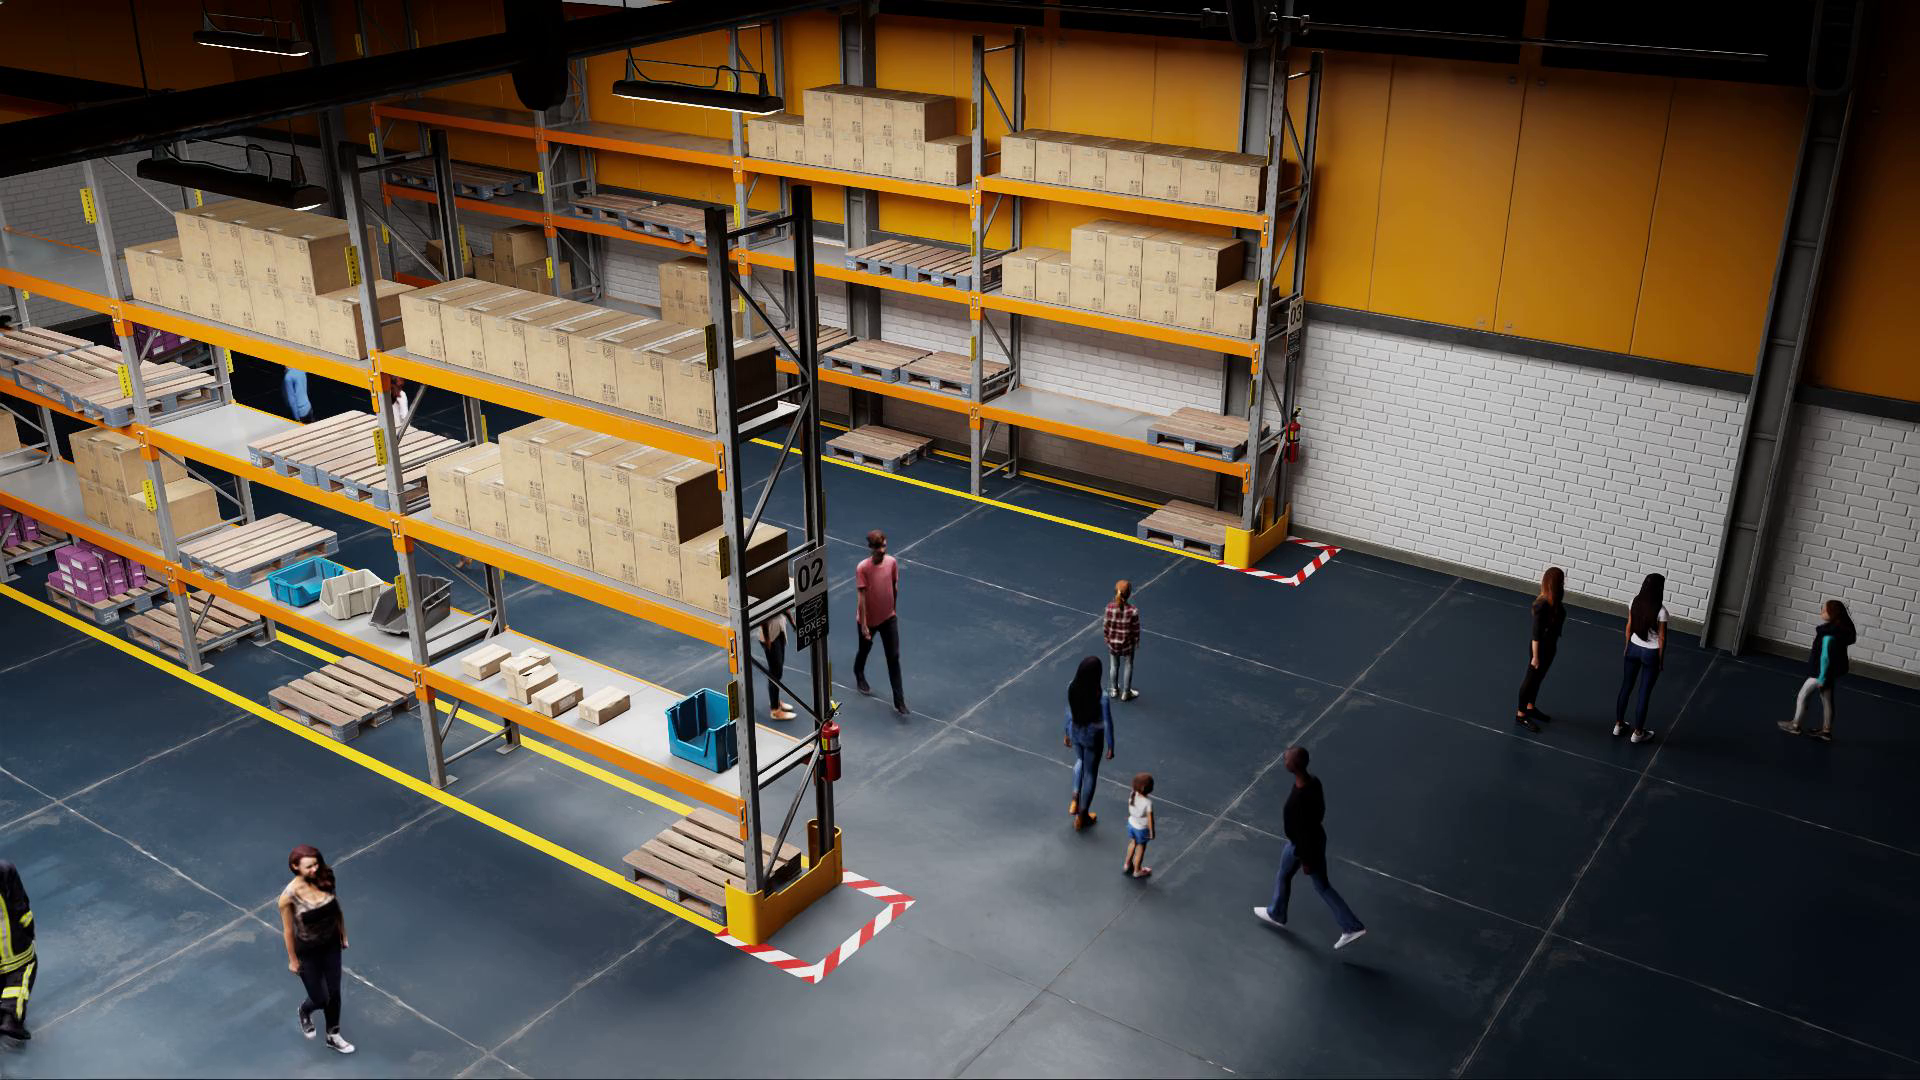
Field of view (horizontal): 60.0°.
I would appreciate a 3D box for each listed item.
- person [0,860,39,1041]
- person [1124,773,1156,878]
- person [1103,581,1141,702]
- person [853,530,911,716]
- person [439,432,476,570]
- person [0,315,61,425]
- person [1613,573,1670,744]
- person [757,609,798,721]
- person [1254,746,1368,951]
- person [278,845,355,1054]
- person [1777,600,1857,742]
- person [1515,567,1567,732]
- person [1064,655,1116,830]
[{"bbox_3d":[-7.109,2.906,12.193,1.041,1.811,1.119,-6,24,-14],"label":"person"},{"bbox_3d":[1.523,2.433,14.264,0.550,1.018,0.448,-14,27,-29],"label":"person"},{"bbox_3d":[1.655,1.033,17.111,0.520,1.304,0.659,12,27,26],"label":"person"},{"bbox_3d":[-0.897,0.780,16.940,1.021,1.905,1.324,-12,26,-26],"label":"person"},{"bbox_3d":[-5.974,-0.429,19.884,0.829,1.762,0.725,9,25,19],"label":"person"},{"bbox_3d":[-14.130,-2.474,24.698,1.113,1.653,1.077,-5,24,-11],"label":"person"},{"bbox_3d":[6.682,1.141,16.277,0.714,1.775,0.576,-15,28,-31],"label":"person"},{"bbox_3d":[-1.932,0.932,16.751,0.745,1.778,0.705,4,24,9],"label":"person"},{"bbox_3d":[2.855,2.502,13.271,1.179,1.688,0.617,16,28,32],"label":"person"},{"bbox_3d":[-4.744,2.963,12.126,0.713,1.762,0.622,15,28,31],"label":"person"},{"bbox_3d":[8.551,1.300,16.279,0.646,1.480,0.767,-21,31,-40],"label":"person"},{"bbox_3d":[5.793,1.050,16.563,0.548,1.712,0.627,19,30,37],"label":"person"},{"bbox_3d":[1.076,1.829,14.797,0.548,1.698,0.701,18,29,35],"label":"person"}]
